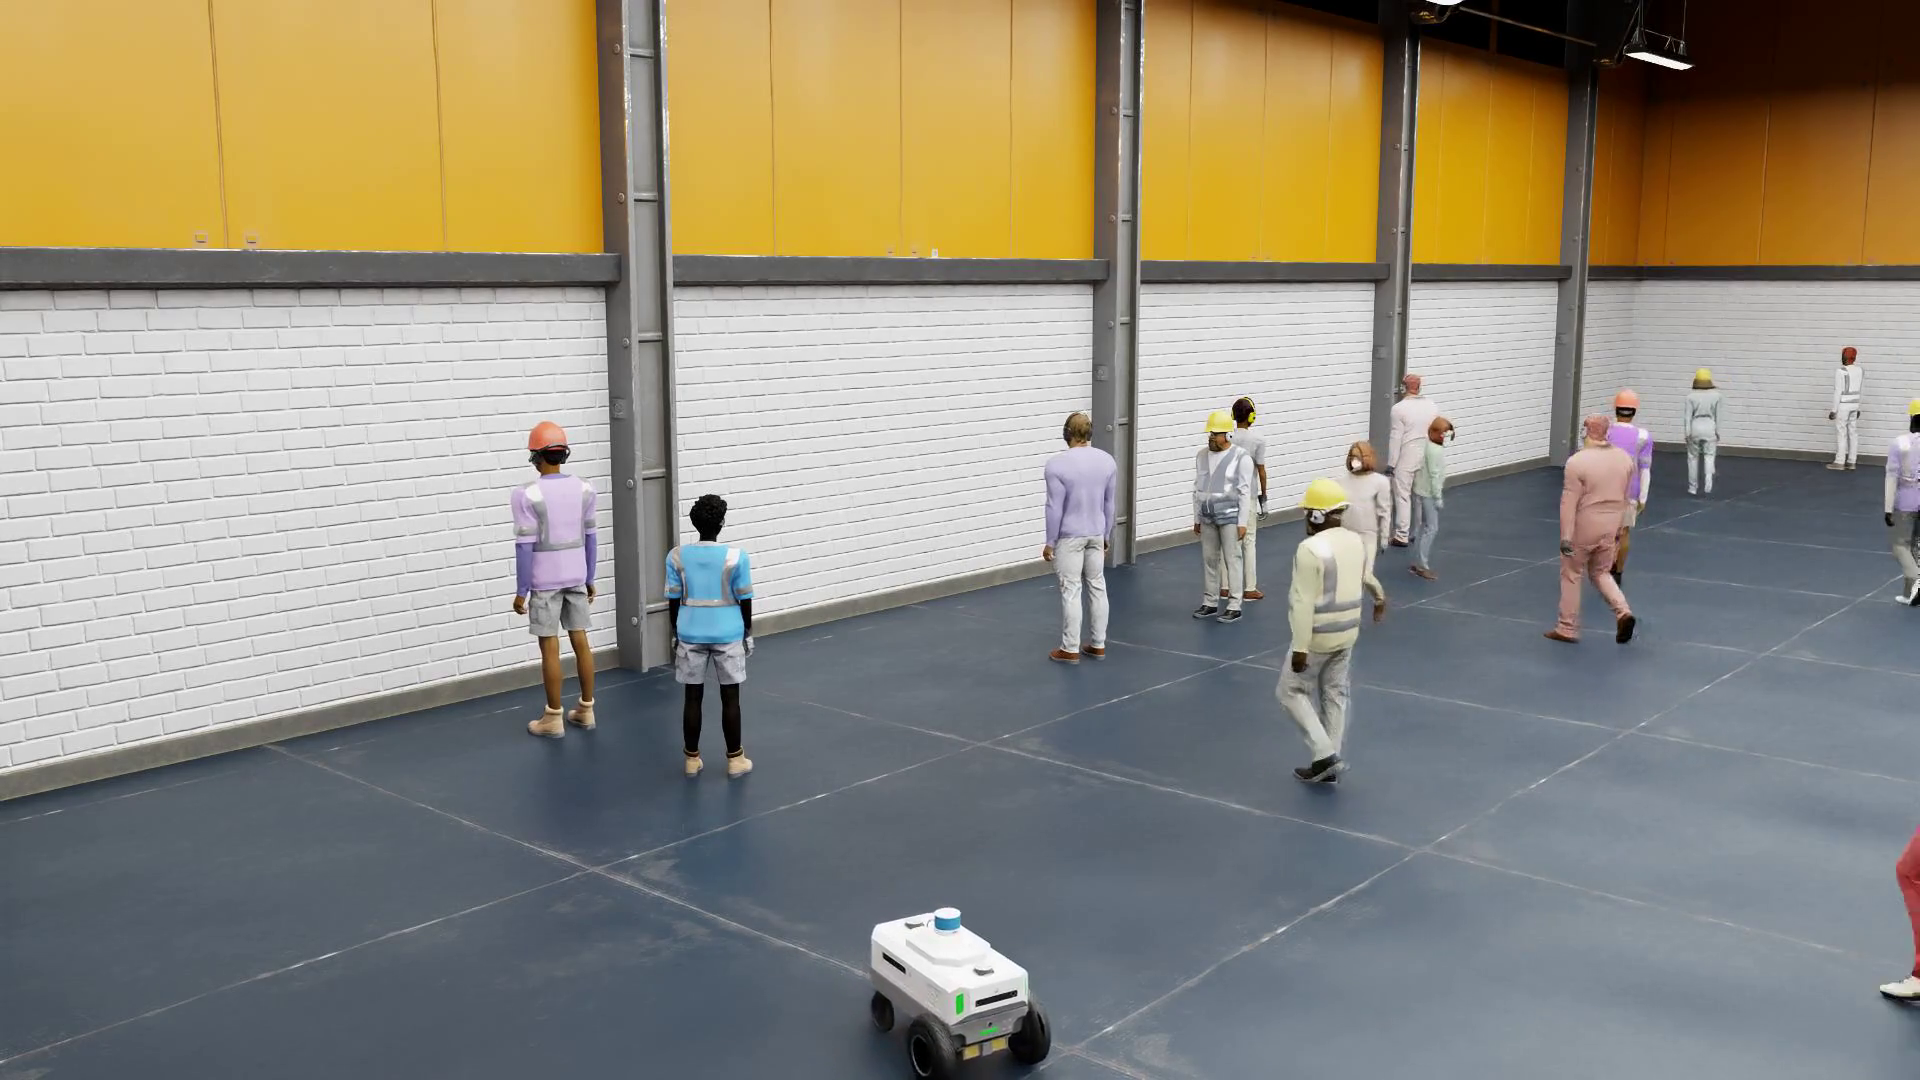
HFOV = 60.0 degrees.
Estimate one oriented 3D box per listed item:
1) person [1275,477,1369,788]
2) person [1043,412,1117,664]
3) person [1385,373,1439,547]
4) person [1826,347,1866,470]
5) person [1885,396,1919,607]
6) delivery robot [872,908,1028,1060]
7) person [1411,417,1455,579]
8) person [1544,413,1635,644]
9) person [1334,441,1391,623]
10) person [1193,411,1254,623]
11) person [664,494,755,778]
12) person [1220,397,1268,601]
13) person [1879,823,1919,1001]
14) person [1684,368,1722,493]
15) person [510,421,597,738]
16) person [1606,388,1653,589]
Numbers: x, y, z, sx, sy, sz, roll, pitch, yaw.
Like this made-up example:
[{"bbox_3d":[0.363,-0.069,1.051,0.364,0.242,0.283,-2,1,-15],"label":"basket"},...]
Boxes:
[{"bbox_3d":[2.090,0.548,9.606,0.621,1.819,0.426,-8,12,-41],"label":"person"},{"bbox_3d":[0.907,-0.015,12.769,0.629,1.940,0.379,-5,10,-29],"label":"person"},{"bbox_3d":[4.928,-0.874,18.272,0.651,1.904,0.403,-5,10,-28],"label":"person"},{"bbox_3d":[13.580,-2.012,25.484,0.585,1.882,0.337,-3,10,-20],"label":"person"},{"bbox_3d":[8.545,-0.321,14.806,0.592,1.911,0.609,0,9,3],"label":"person"},{"bbox_3d":[-0.049,1.651,6.351,0.477,0.478,0.707,-6,11,-31],"label":"delivery robot"},{"bbox_3d":[4.662,-0.426,16.431,0.388,1.601,0.662,2,9,14],"label":"person"},{"bbox_3d":[5.112,-0.069,13.330,0.691,1.880,0.646,-3,10,-19],"label":"person"},{"bbox_3d":[3.341,-0.028,13.859,0.504,1.620,0.477,7,12,39],"label":"person"},{"bbox_3d":[2.238,-0.201,14.321,0.586,1.824,0.404,9,13,44],"label":"person"},{"bbox_3d":[-1.469,0.572,9.845,0.540,1.696,0.316,1,9,6],"label":"person"},{"bbox_3d":[2.575,-0.375,15.252,0.538,1.869,0.313,5,10,29],"label":"person"},{"bbox_3d":[4.026,1.043,6.683,0.544,1.745,0.568,-5,10,-27],"label":"person"},{"bbox_3d":[10.058,-1.465,22.532,0.498,1.726,0.555,2,9,13],"label":"person"},{"bbox_3d":[-2.629,0.254,10.751,0.397,2.044,0.609,8,12,42],"label":"person"},{"bbox_3d":[6.177,-0.455,15.603,0.560,1.923,0.693,3,10,18],"label":"person"}]
